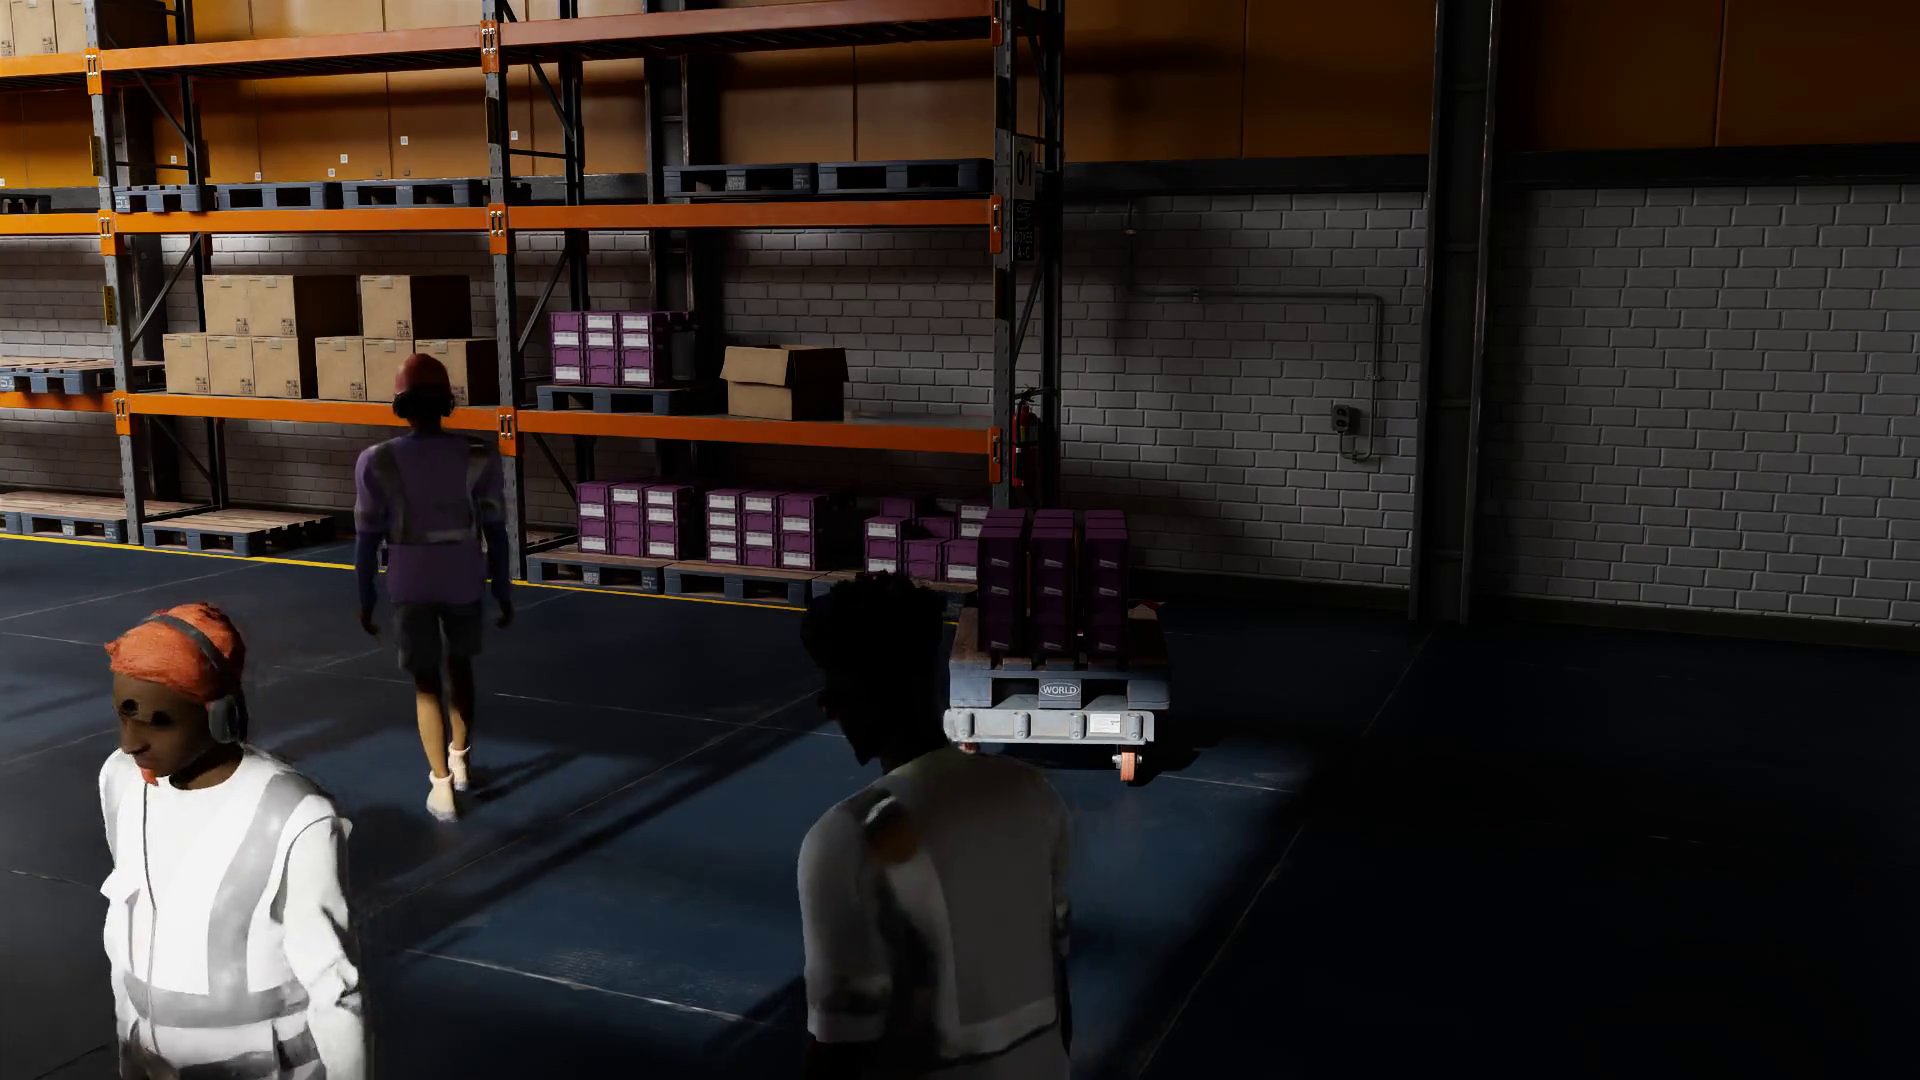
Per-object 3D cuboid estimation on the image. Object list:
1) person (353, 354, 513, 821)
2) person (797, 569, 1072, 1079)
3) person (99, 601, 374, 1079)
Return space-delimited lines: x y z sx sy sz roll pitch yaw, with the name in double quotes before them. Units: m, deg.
"person" -2.361 0.188 7.396 0.640 2.020 0.788 -5 11 -28
"person" -0.045 1.007 2.863 0.872 1.895 0.618 9 13 42
"person" -1.285 0.983 3.136 0.639 1.849 0.735 6 11 31
